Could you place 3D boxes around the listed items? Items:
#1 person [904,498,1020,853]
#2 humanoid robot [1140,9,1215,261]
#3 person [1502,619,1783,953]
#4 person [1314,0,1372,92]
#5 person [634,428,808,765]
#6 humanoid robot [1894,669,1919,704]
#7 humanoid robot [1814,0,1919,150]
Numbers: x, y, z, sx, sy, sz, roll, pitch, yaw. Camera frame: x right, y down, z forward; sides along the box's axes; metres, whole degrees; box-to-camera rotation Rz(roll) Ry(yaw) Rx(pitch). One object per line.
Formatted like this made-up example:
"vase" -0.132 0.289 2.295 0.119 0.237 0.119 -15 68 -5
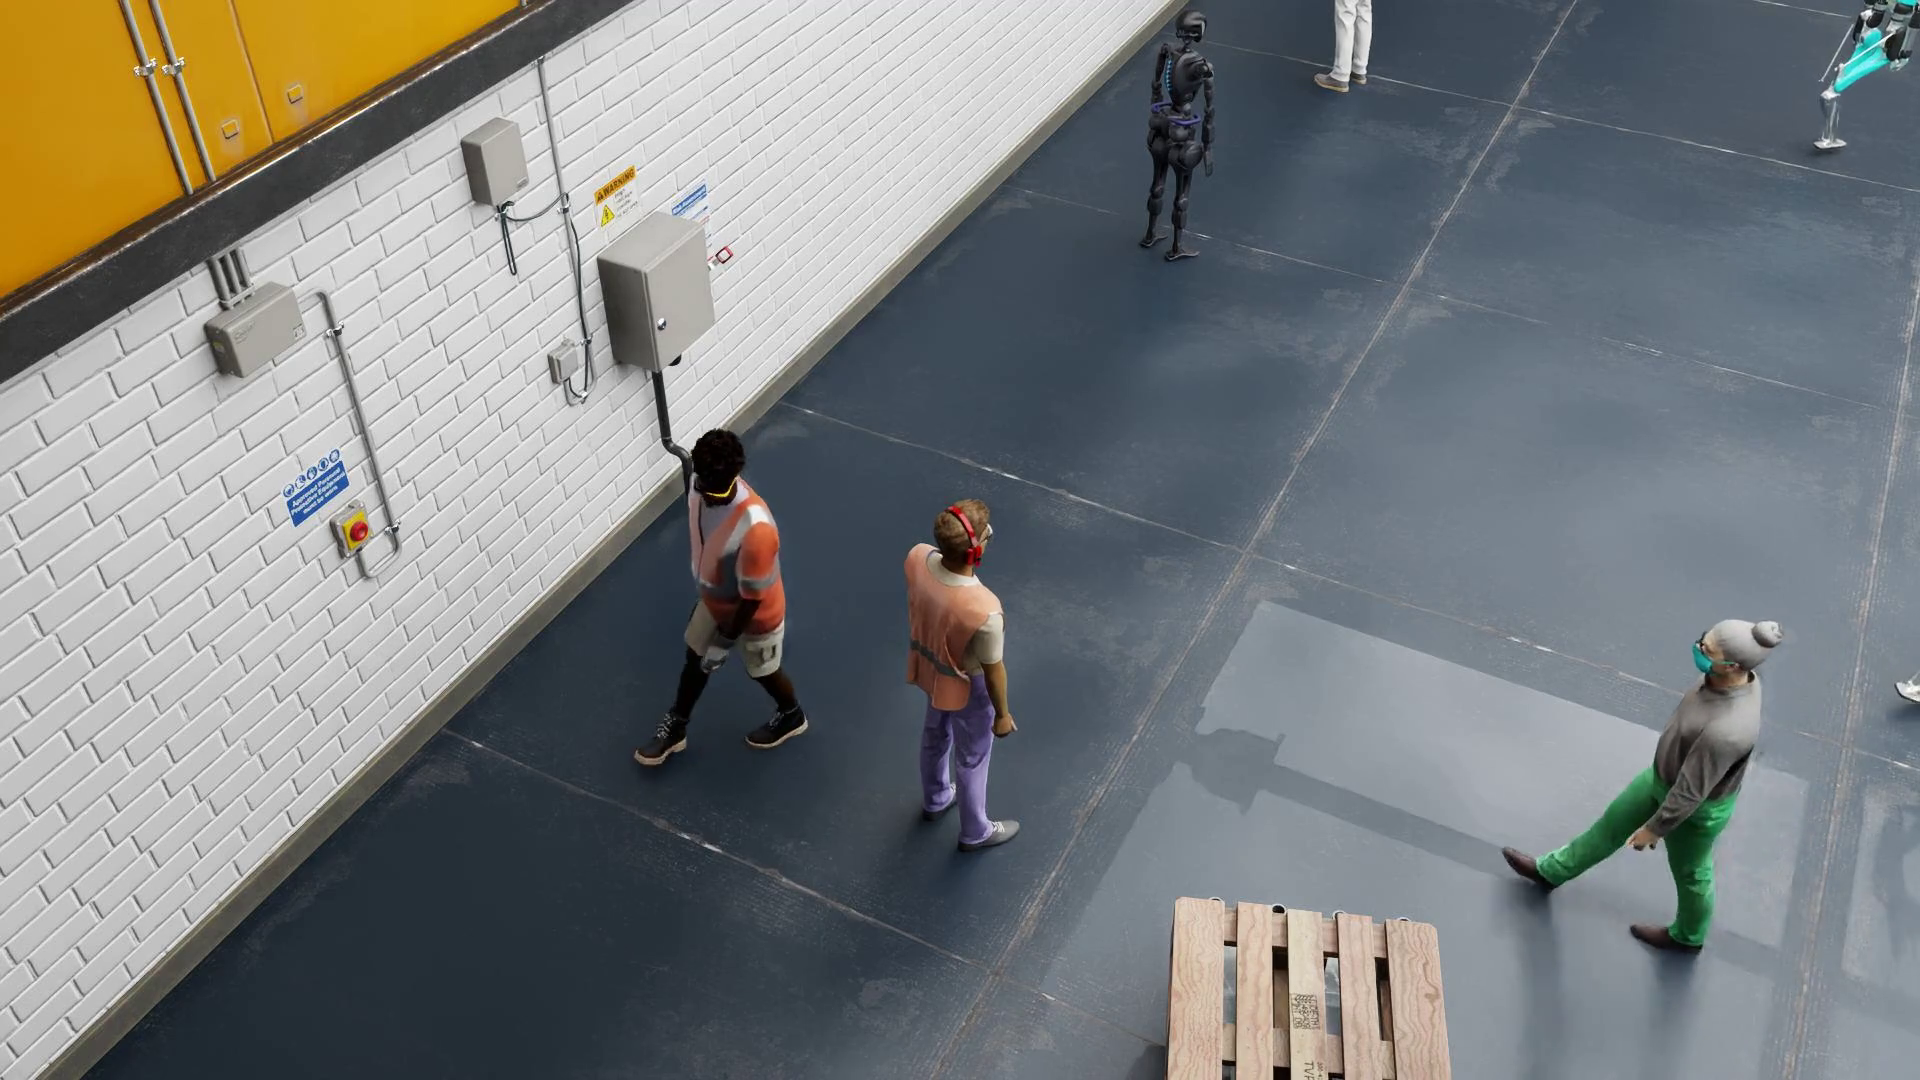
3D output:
"person" -0.007 0.592 6.942 0.390 1.849 0.565 -28 48 -29
"humanoid robot" 1.414 -2.642 10.811 0.315 1.657 0.599 -25 47 -26
"person" 2.743 0.952 6.560 0.903 1.794 0.547 12 42 13
"person" 3.008 -4.351 12.659 0.574 1.875 0.362 -30 49 -30
"person" -1.053 0.318 7.207 0.820 1.917 0.613 -29 49 -29
"humanoid robot" 4.824 0.142 7.582 1.006 1.775 0.530 0 41 0
"humanoid robot" 6.407 -3.526 11.821 0.788 1.805 0.542 -11 42 -13
